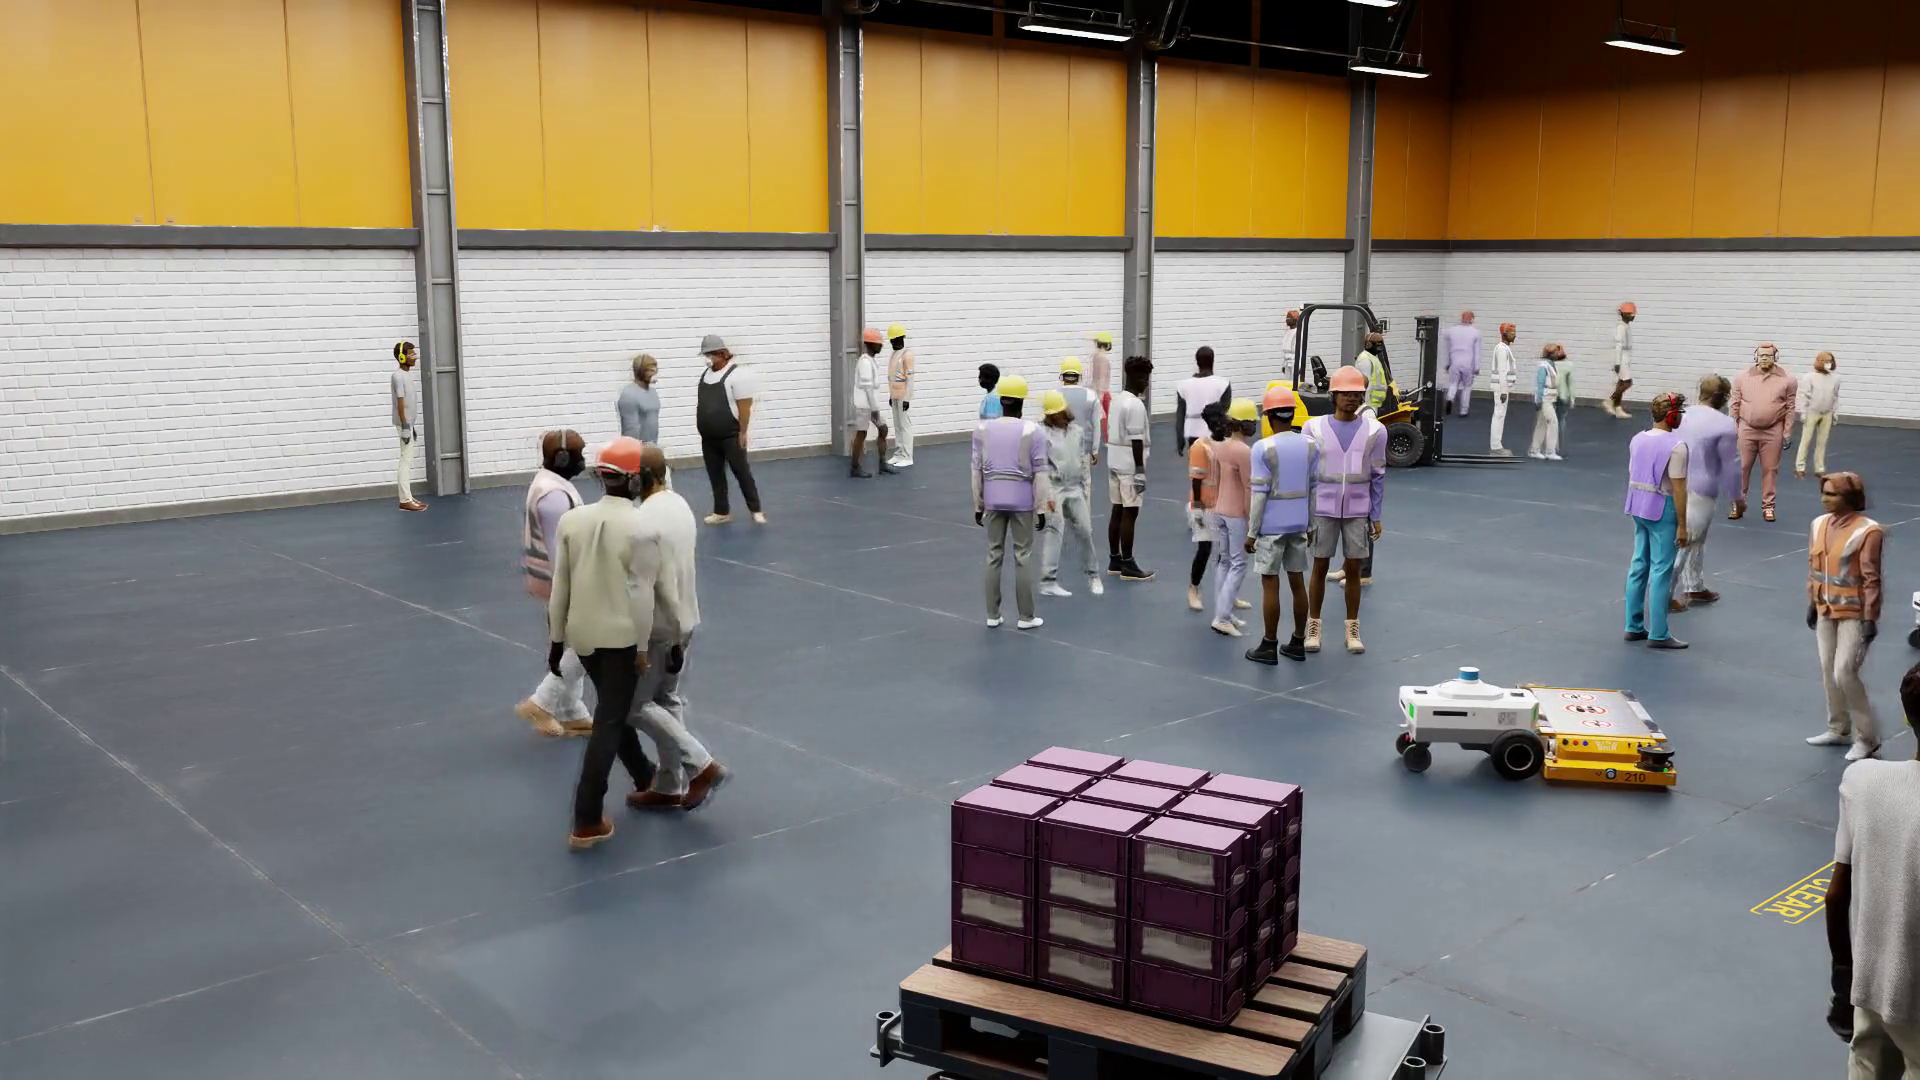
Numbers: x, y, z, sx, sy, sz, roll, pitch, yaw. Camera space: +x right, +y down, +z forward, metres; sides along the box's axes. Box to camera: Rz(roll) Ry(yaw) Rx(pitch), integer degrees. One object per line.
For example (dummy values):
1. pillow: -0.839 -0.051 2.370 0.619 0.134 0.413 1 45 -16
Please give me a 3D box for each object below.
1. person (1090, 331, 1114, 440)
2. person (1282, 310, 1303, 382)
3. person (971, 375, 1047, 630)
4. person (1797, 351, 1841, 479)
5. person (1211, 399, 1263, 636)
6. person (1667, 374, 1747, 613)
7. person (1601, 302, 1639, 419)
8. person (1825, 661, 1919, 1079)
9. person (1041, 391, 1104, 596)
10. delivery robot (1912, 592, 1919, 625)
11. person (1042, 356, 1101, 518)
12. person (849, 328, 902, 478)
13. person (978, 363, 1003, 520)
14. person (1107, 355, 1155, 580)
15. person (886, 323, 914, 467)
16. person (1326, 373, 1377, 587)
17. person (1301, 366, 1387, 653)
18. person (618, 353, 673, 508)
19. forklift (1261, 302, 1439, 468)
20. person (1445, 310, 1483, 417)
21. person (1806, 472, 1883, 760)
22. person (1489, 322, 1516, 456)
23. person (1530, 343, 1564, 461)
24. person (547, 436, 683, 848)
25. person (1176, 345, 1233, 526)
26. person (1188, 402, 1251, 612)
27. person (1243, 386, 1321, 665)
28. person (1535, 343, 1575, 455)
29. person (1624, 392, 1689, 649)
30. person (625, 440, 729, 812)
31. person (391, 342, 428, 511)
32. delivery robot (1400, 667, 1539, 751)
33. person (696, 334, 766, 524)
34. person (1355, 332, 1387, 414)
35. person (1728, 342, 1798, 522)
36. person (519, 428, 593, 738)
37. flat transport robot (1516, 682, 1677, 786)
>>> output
1. person: 1.979 -2.178 24.264 0.843 1.735 0.524 -3 10 -16
2. person: 5.743 -3.020 28.732 0.362 1.883 0.575 -3 10 -18
3. person: 0.380 -0.282 12.569 0.590 1.926 0.388 4 10 21
4. person: 10.840 -1.574 20.992 0.506 1.631 0.269 -1 10 -3
5. person: 2.029 -0.167 12.429 0.462 1.773 0.548 -3 10 -18
6. person: 5.893 -0.364 13.140 0.913 1.887 0.643 -3 10 -19
7. person: 11.504 -3.106 28.796 0.413 2.029 0.635 5 11 28
8. person: 2.393 1.185 4.150 0.323 1.871 0.528 -3 10 -17
9. person: 0.919 -0.383 13.807 0.620 1.707 0.382 -6 11 -30
10. delivery robot: 7.137 0.500 11.728 0.707 0.478 0.477 2 10 11
11. person: 1.096 -0.909 16.515 0.591 1.833 0.403 -1 10 -4
12. person: -1.063 -1.723 21.075 0.797 1.902 0.554 1 10 6
13. person: 0.327 -1.045 17.761 0.369 1.684 0.533 -1 10 -4
14. person: 1.489 -0.635 14.539 0.396 1.959 0.608 -2 10 -14
15. person: -0.814 -1.940 22.302 0.375 1.919 0.584 -5 11 -25
16. person: 3.370 -0.515 14.177 0.332 1.842 0.508 -1 10 -8
17. person: 2.704 -0.211 11.802 0.608 2.048 0.365 1 10 7
18. person: -2.929 -0.770 15.439 0.431 1.925 0.638 3 10 18
19. forklift: 5.320 -2.157 22.763 2.313 2.155 1.214 3 10 16
20. person: 8.746 -3.058 28.939 0.655 1.884 0.517 6 11 32
21. person: 4.990 0.419 9.383 0.385 1.614 0.521 -2 10 -12
22. person: 7.668 -2.123 23.476 0.342 1.881 0.586 3 10 16
23. person: 8.186 -1.897 22.940 0.624 1.619 0.518 7 12 34
24. person: -1.668 0.464 8.178 0.631 1.928 1.041 4 10 21
25. person: 2.515 -1.065 17.244 0.598 1.900 0.798 6 12 33
26. person: 2.033 -0.260 13.151 0.624 1.677 0.322 -8 13 -40
27. person: 2.203 -0.099 11.498 0.543 1.927 0.375 -4 11 -24
28. person: 8.395 -1.985 23.528 0.510 1.586 0.854 1 10 3
29. person: 5.017 -0.143 11.989 0.389 1.847 0.566 -3 10 -15
30. person: -1.461 0.453 8.276 0.512 1.919 0.652 2 10 12
31. person: -6.130 -1.257 18.478 0.329 1.862 0.514 -2 10 -12
32. delivery robot: 2.788 0.942 9.140 0.707 0.478 0.477 1 10 6
33. person: -2.438 -1.174 17.458 0.735 2.000 0.703 7 12 35
34. person: 5.273 -1.749 21.416 0.430 1.841 0.624 4 10 21
35. person: 8.522 -1.150 17.715 0.648 1.907 0.408 5 11 27
36. person: -2.287 0.267 9.621 0.433 1.830 0.654 -3 10 -16
37. flat transport robot: 3.576 1.076 9.458 0.652 0.197 1.431 2 10 11
